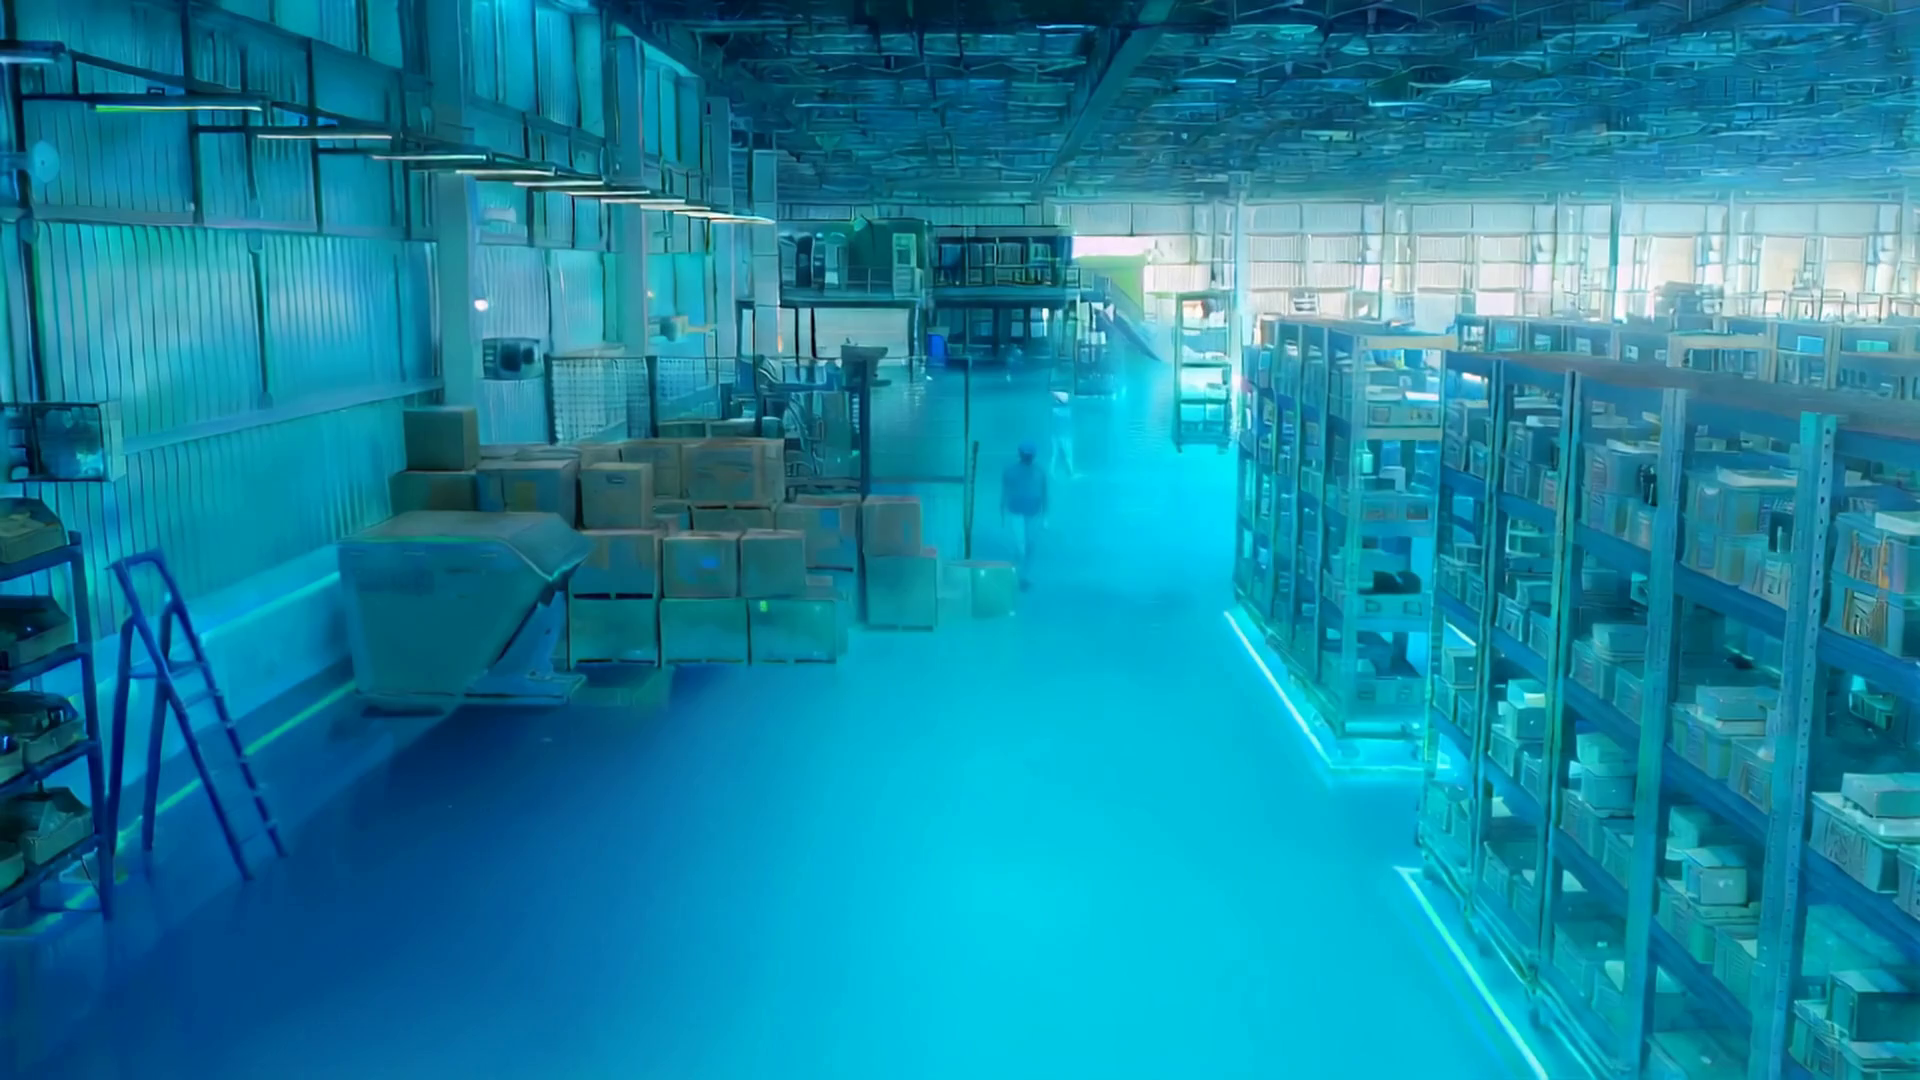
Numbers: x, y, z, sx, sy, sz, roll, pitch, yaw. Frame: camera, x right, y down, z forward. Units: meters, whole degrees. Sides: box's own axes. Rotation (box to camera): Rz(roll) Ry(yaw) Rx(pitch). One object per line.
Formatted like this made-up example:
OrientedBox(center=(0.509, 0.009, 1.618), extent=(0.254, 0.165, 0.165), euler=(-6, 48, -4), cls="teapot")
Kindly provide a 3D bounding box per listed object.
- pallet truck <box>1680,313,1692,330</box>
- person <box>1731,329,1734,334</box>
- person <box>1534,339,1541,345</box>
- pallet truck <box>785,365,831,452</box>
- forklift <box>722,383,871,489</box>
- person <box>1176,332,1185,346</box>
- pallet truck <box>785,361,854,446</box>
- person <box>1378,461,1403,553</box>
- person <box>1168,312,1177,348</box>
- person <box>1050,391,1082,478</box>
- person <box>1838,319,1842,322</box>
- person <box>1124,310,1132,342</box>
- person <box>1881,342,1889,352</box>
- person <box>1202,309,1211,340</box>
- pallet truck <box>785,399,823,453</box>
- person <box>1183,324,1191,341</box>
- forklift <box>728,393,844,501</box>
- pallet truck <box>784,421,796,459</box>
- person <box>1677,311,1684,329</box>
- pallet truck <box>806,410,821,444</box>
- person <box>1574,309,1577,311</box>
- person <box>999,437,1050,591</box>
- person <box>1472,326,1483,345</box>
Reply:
OrientedBox(center=(36.315, -10.531, 84.244), extent=(0.823, 1.965, 1.885), euler=(-6, 11, -33), cls="pallet truck")
OrientedBox(center=(29.881, -7.302, 64.573), extent=(0.711, 1.927, 0.364), euler=(1, 9, 7), cls="person")
OrientedBox(center=(19.245, -5.797, 55.611), extent=(0.499, 1.818, 0.599), euler=(-9, 13, -43), cls="person")
OrientedBox(center=(-3.774, -2.976, 37.635), extent=(1.885, 1.965, 0.823), euler=(1, 9, 5), cls="pallet truck")
OrientedBox(center=(-2.893, -1.687, 28.729), extent=(2.680, 1.987, 1.157), euler=(0, 9, -1), cls="forklift")
OrientedBox(center=(10.362, -9.475, 78.350), extent=(0.509, 1.792, 0.980), euler=(1, 9, 7), cls="person")
OrientedBox(center=(-3.410, -3.193, 38.978), extent=(1.885, 1.965, 0.823), euler=(0, 9, -1), cls="pallet truck")
OrientedBox(center=(5.264, -0.068, 20.307), extent=(0.973, 1.788, 0.591), euler=(0, 9, -3), cls="person")
OrientedBox(center=(11.349, -11.140, 88.238), extent=(0.376, 1.917, 0.600), euler=(-4, 10, -25), cls="person")
OrientedBox(center=(2.045, -2.057, 32.773), extent=(0.550, 1.719, 0.867), euler=(-6, 11, -31), cls="person")
OrientedBox(center=(41.274, -9.444, 78.088), extent=(0.591, 1.879, 0.583), euler=(4, 10, 25), cls="person")
OrientedBox(center=(9.634, -12.256, 95.295), extent=(0.519, 1.865, 0.327), euler=(-1, 9, -4), cls="person")
OrientedBox(center=(32.197, -6.080, 57.970), extent=(0.441, 1.613, 0.499), euler=(4, 10, 25), cls="person")
OrientedBox(center=(14.597, -12.685, 98.012), extent=(1.043, 1.853, 0.657), euler=(8, 12, 41), cls="person")
OrientedBox(center=(-3.814, -2.432, 36.419), extent=(1.630, 1.274, 0.653), euler=(0, 9, 1), cls="pallet truck")
OrientedBox(center=(13.209, -12.462, 96.632), extent=(0.627, 1.844, 0.429), euler=(-7, 11, -36), cls="person")
OrientedBox(center=(-2.979, -1.316, 26.476), extent=(2.680, 1.987, 1.157), euler=(0, 9, 1), cls="forklift")
OrientedBox(center=(-4.013, -1.793, 32.705), extent=(1.601, 1.201, 0.680), euler=(0, 9, 1), cls="pallet truck")
OrientedBox(center=(38.948, -11.423, 89.961), extent=(0.595, 1.925, 0.371), euler=(-7, 11, -37), cls="person")
OrientedBox(center=(-3.559, -2.018, 33.905), extent=(1.522, 1.261, 0.704), euler=(0, 9, -1), cls="pallet truck")
OrientedBox(center=(34.281, -11.897, 92.851), extent=(0.361, 1.938, 0.546), euler=(2, 10, 14), cls="person")
OrientedBox(center=(0.867, -0.328, 21.372), extent=(0.630, 1.961, 0.917), euler=(-2, 9, -13), cls="person")
OrientedBox(center=(25.493, -10.065, 81.863), extent=(0.581, 1.829, 1.001), euler=(6, 11, 31), cls="person")
